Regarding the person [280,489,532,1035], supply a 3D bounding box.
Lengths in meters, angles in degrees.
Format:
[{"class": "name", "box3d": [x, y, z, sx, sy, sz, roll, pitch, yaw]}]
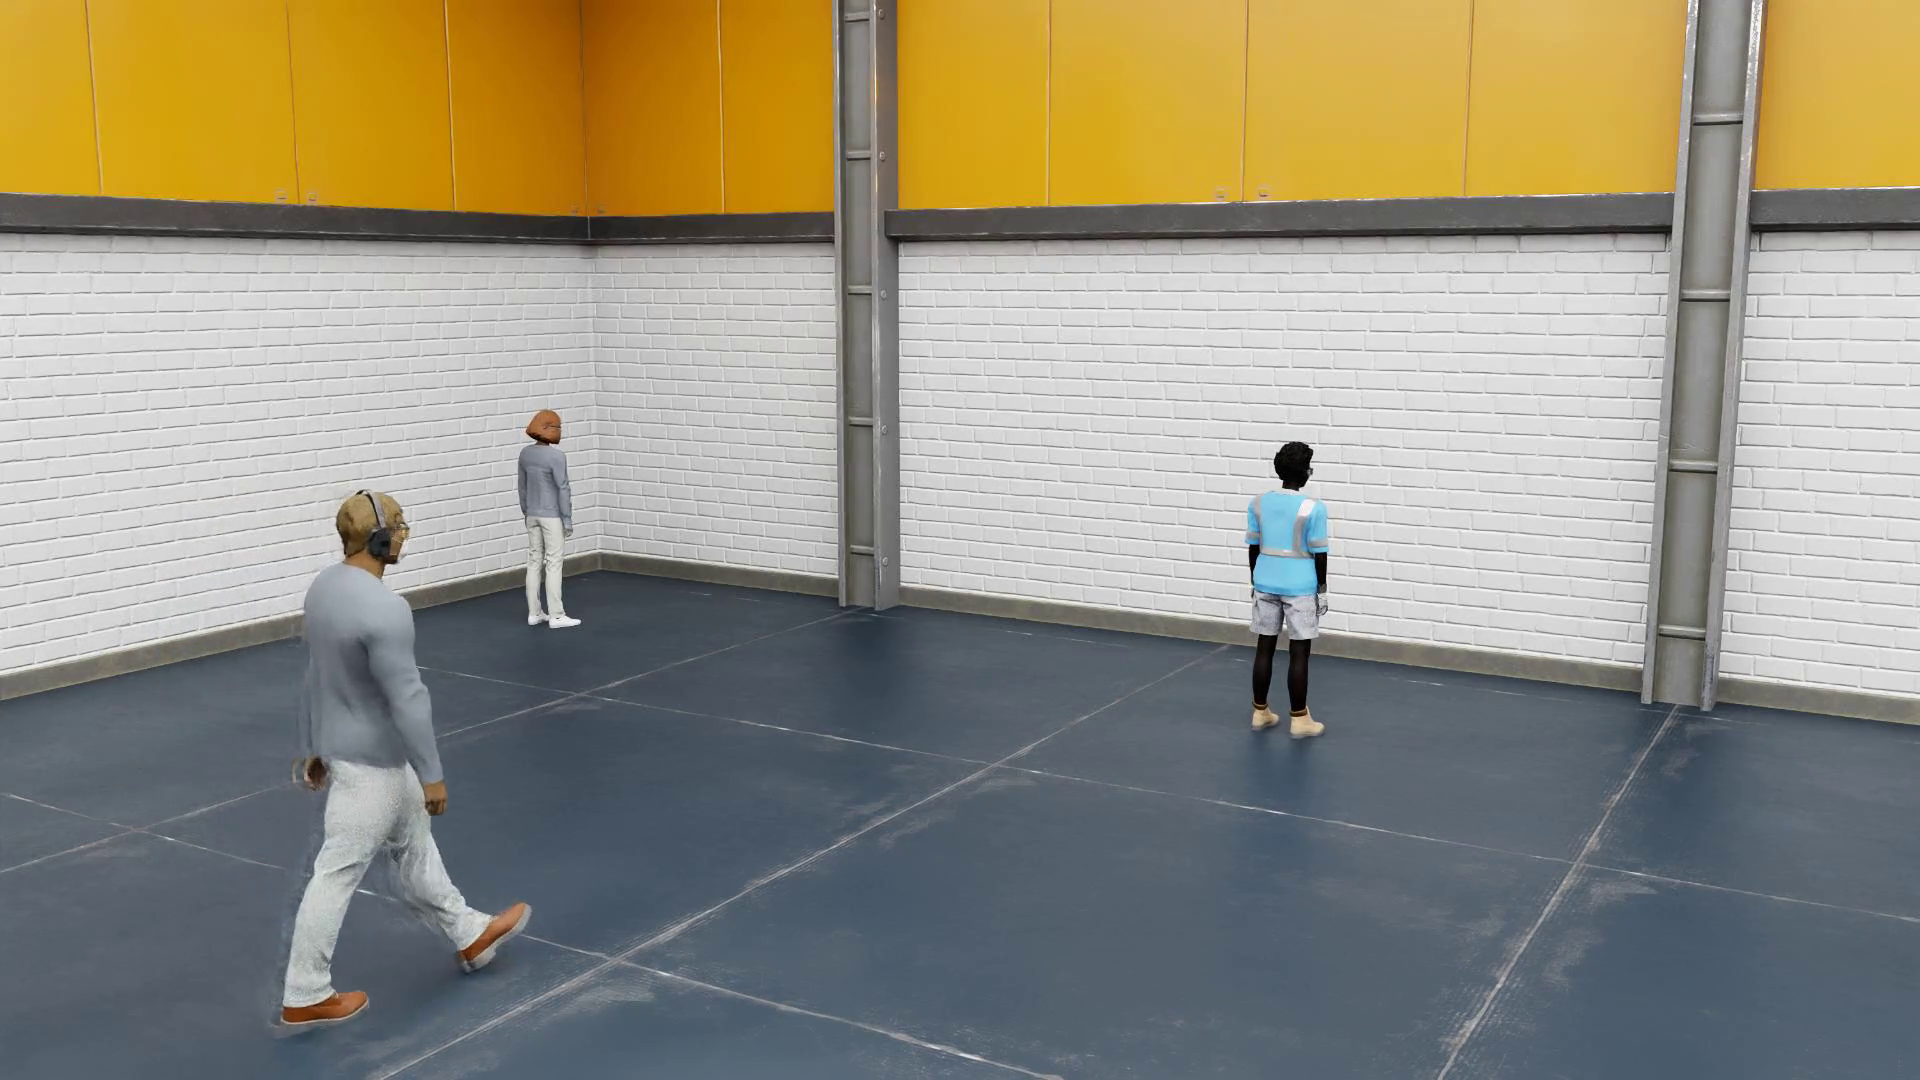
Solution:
[{"class": "person", "box3d": [-2.012, 0.757, 5.950, 1.017, 1.887, 0.655, -7, 12, -38]}]

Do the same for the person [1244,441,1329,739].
[{"class": "person", "box3d": [1.881, 0.280, 9.538, 0.540, 1.697, 0.317, 9, 13, 44]}]

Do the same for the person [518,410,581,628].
[{"class": "person", "box3d": [-3.093, -0.160, 12.487, 0.507, 1.632, 0.283, 6, 11, 35]}]
